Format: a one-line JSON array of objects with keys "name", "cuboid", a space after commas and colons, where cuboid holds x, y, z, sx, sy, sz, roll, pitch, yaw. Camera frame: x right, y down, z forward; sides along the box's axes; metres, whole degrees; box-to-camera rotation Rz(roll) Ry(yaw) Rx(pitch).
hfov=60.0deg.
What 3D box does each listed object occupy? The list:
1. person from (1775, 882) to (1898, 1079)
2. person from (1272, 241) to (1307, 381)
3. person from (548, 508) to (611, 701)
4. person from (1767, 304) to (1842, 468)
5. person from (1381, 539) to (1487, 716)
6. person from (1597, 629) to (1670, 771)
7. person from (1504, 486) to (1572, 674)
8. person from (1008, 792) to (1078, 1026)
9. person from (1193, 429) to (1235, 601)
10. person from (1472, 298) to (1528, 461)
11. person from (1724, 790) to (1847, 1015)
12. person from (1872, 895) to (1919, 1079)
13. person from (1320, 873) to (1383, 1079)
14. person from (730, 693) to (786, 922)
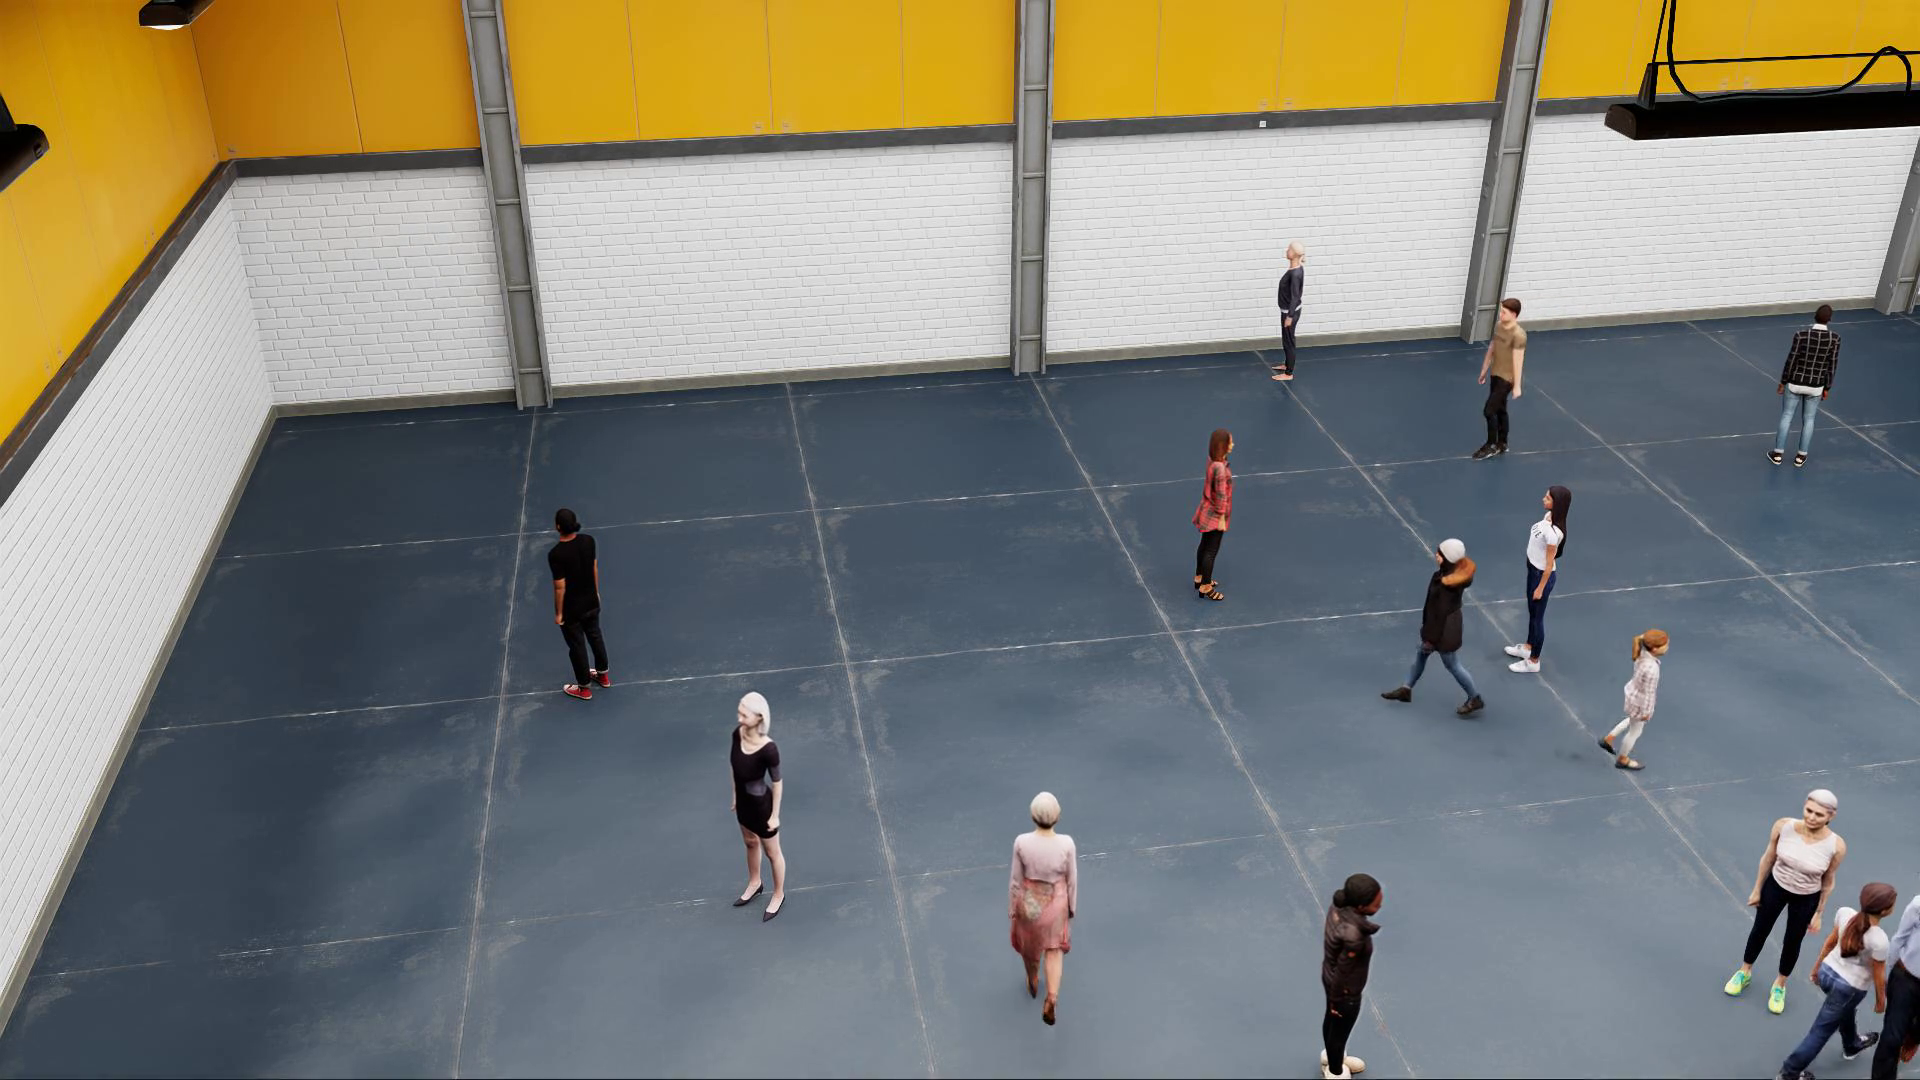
[{"name": "person", "cuboid": [5.363, 2.754, 10.218, 1.027, 1.521, 0.582, -7, 29, -13]}, {"name": "person", "cuboid": [4.024, -2.801, 20.189, 0.658, 1.725, 0.678, 7, 29, 12]}, {"name": "person", "cuboid": [-3.233, 0.526, 14.056, 0.757, 1.757, 0.696, 18, 34, 30]}, {"name": "person", "cuboid": [9.165, -1.681, 18.037, 0.650, 1.819, 0.801, 8, 30, 15]}, {"name": "person", "cuboid": [4.095, 0.760, 13.795, 1.169, 1.595, 0.908, 6, 29, 11]}, {"name": "person", "cuboid": [5.321, 1.255, 13.198, 0.684, 1.300, 0.623, 4, 29, 7]}, {"name": "person", "cuboid": [5.038, 0.329, 14.398, 0.635, 1.775, 0.657, 6, 29, 11]}, {"name": "person", "cuboid": [0.533, 2.399, 10.706, 0.863, 1.676, 0.761, 0, 29, 1]}, {"name": "person", "cuboid": [2.378, -0.258, 15.551, 0.580, 1.702, 0.636, -2, 29, -3]}, {"name": "person", "cuboid": [6.024, -1.765, 18.174, 0.756, 1.836, 0.717, -6, 29, -12]}, {"name": "person", "cuboid": [5.415, 2.315, 10.834, 0.680, 1.702, 0.730, 21, 35, 33]}, {"name": "person", "cuboid": [5.845, 2.686, 10.080, 1.087, 1.772, 1.136, 18, 33, 29]}, {"name": "person", "cuboid": [2.328, 2.709, 10.154, 0.606, 1.661, 0.665, -5, 29, -8]}, {"name": "person", "cuboid": [-1.408, 1.841, 11.569, 0.640, 1.829, 0.685, 22, 35, 34]}]
